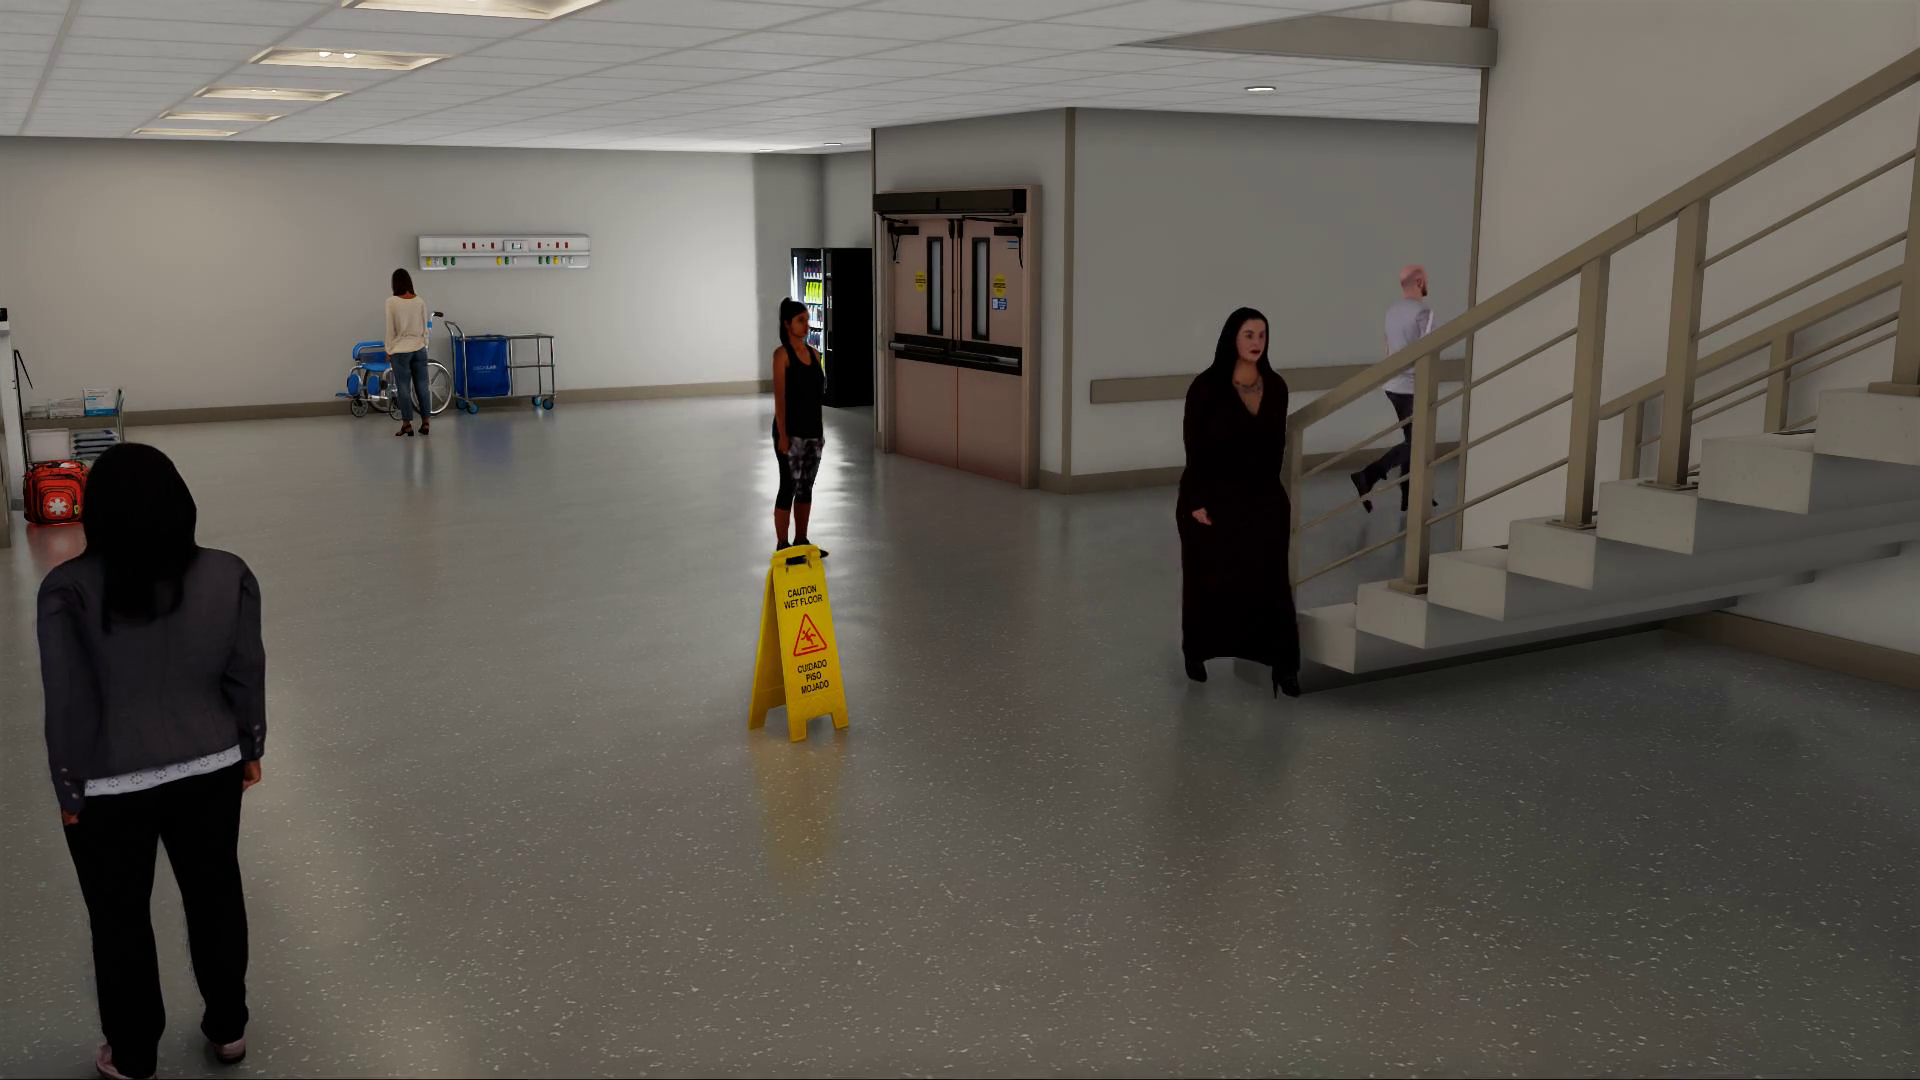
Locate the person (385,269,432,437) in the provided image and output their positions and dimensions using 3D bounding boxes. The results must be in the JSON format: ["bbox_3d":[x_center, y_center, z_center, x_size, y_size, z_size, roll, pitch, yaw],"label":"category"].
[{"bbox_3d":[-5.579,-1.898,16.803,0.626,1.677,0.669,10,15,44],"label":"person"}]

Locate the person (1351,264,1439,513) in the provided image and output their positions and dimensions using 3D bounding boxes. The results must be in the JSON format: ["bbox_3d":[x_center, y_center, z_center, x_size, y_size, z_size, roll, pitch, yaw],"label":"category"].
[{"bbox_3d":[3.205,-1.077,12.116,0.908,1.812,1.049,-3,11,-15],"label":"person"}]

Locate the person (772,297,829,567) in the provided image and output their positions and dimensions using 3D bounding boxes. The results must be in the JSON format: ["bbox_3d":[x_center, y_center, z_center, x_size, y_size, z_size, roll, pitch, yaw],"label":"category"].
[{"bbox_3d":[-1.025,-0.692,10.492,0.654,1.661,0.658,7,13,32],"label":"person"}]

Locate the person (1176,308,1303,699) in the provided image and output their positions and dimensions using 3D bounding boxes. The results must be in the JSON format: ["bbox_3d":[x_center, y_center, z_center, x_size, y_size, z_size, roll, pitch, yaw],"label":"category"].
[{"bbox_3d":[1.176,-0.160,7.524,0.862,1.722,1.138,-2,11,-13],"label":"person"}]

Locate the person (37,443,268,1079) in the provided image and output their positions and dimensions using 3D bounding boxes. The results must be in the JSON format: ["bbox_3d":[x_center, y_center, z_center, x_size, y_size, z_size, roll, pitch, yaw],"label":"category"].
[{"bbox_3d":[-1.983,0.555,4.094,0.734,1.596,0.733,-10,15,-42],"label":"person"}]
